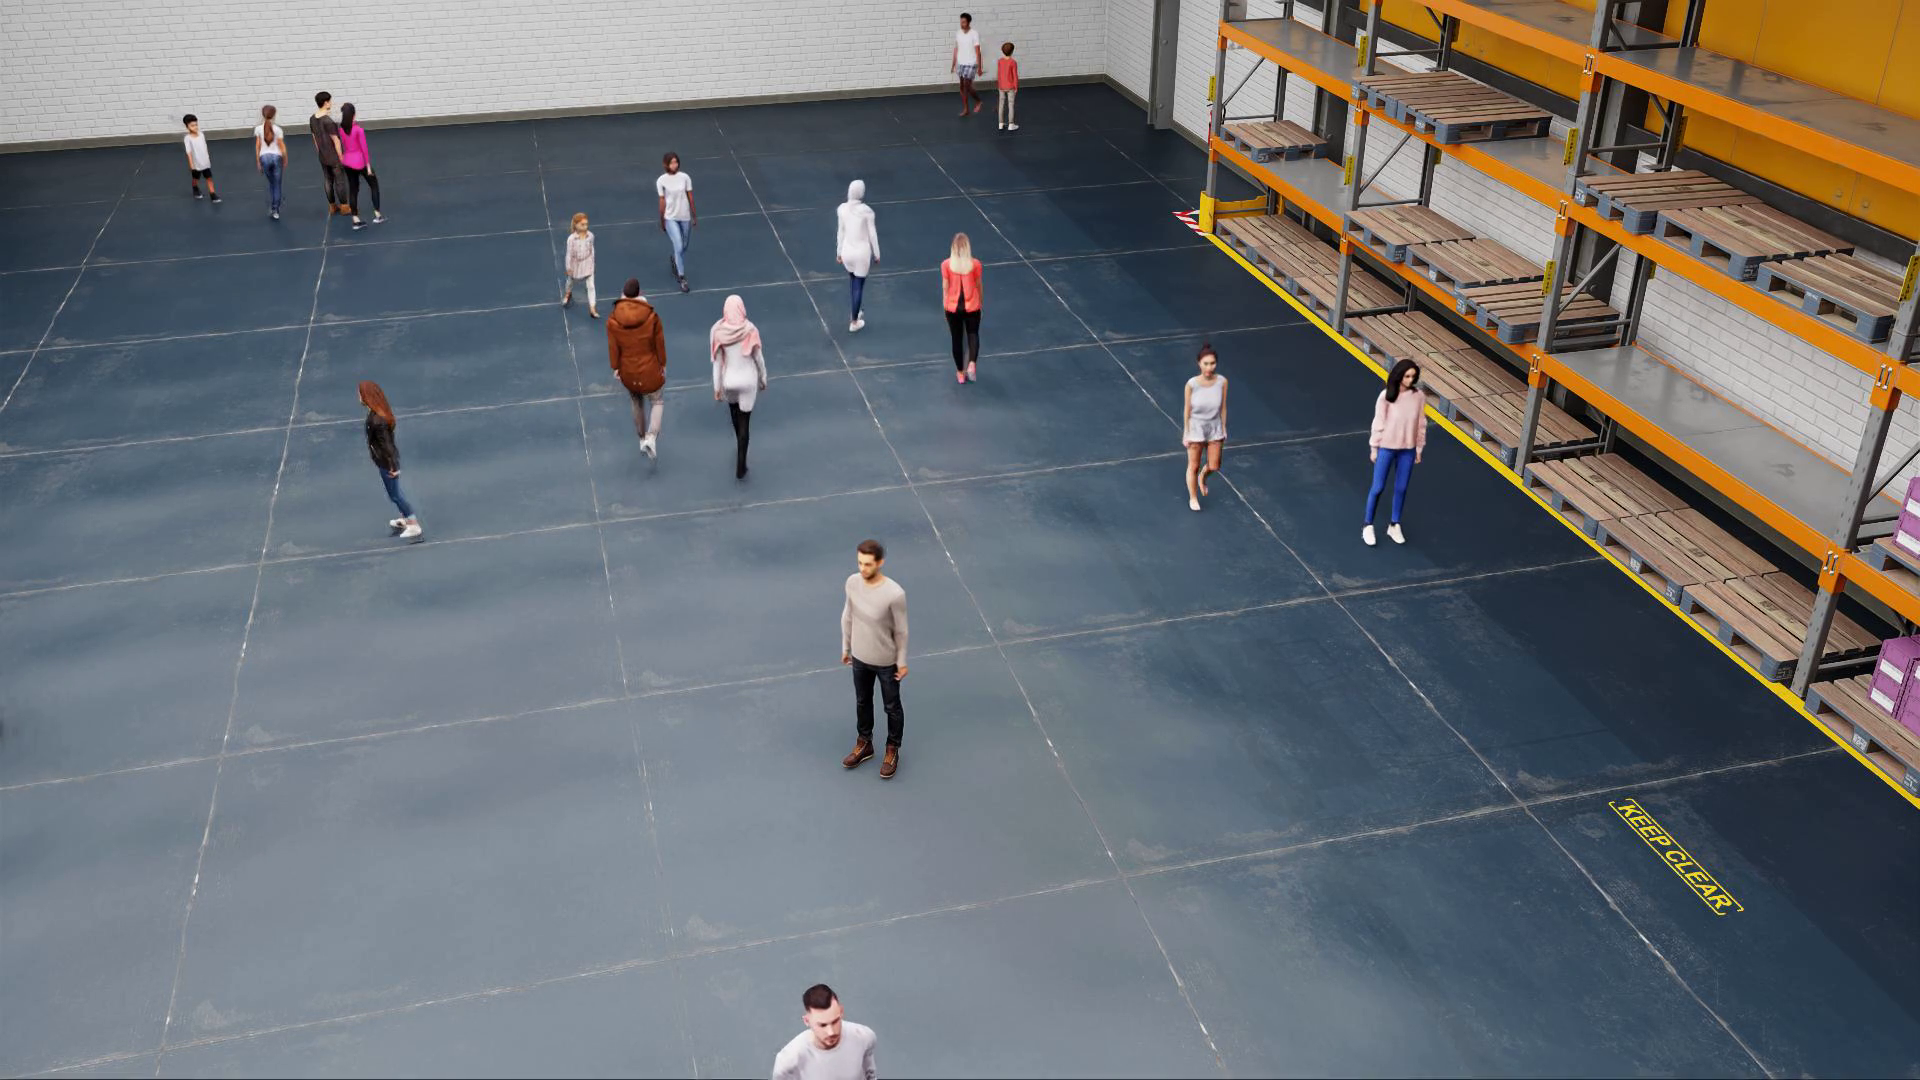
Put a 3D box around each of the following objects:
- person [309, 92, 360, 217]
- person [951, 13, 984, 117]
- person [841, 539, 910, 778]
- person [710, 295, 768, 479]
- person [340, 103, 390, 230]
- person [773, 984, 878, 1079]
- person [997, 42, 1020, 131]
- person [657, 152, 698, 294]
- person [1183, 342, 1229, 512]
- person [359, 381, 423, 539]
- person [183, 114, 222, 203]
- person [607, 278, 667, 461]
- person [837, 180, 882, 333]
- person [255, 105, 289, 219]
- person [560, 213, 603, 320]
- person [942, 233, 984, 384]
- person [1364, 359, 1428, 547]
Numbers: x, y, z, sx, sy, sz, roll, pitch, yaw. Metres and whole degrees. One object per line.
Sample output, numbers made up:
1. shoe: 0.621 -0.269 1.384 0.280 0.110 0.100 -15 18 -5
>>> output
1. person: -8.843 -5.426 23.345 0.703 1.710 0.762 15 32 26
2. person: 0.186 -8.056 28.166 0.793 1.710 0.876 26 38 38
3. person: -0.592 0.813 11.744 0.746 1.865 0.784 13 31 22
4. person: -2.127 -1.437 15.984 0.838 1.756 1.207 -1 29 -2
5. person: -8.307 -5.089 22.764 0.811 1.674 0.900 9 30 16
6. person: -0.672 2.831 8.117 0.776 1.795 1.188 -10 30 -18
7. person: 0.779 -7.492 27.438 0.590 1.416 0.653 16 32 27
8. person: -3.542 -3.998 20.747 0.739 1.691 1.103 -14 32 -24
9. person: 2.251 -1.063 15.459 0.611 1.602 0.640 -4 29 -7
10. person: -5.116 -0.722 14.985 0.777 1.457 0.518 -19 34 -31
11. person: -11.002 -5.508 23.983 0.930 1.243 0.791 22 36 35
12. person: -3.135 -1.637 16.282 0.864 1.821 1.074 0 29 0
13. person: -1.247 -3.278 19.356 0.840 1.759 0.905 12 31 20
14. person: -9.611 -5.260 23.233 0.677 1.526 0.956 -5 29 -9
15. person: -4.573 -3.315 19.933 0.750 1.271 1.056 -16 32 -26
16. person: 0.020 -2.450 17.918 0.721 1.682 0.863 1 29 2
17. person: 3.866 -0.802 14.809 0.688 1.765 0.603 -3 29 -5
